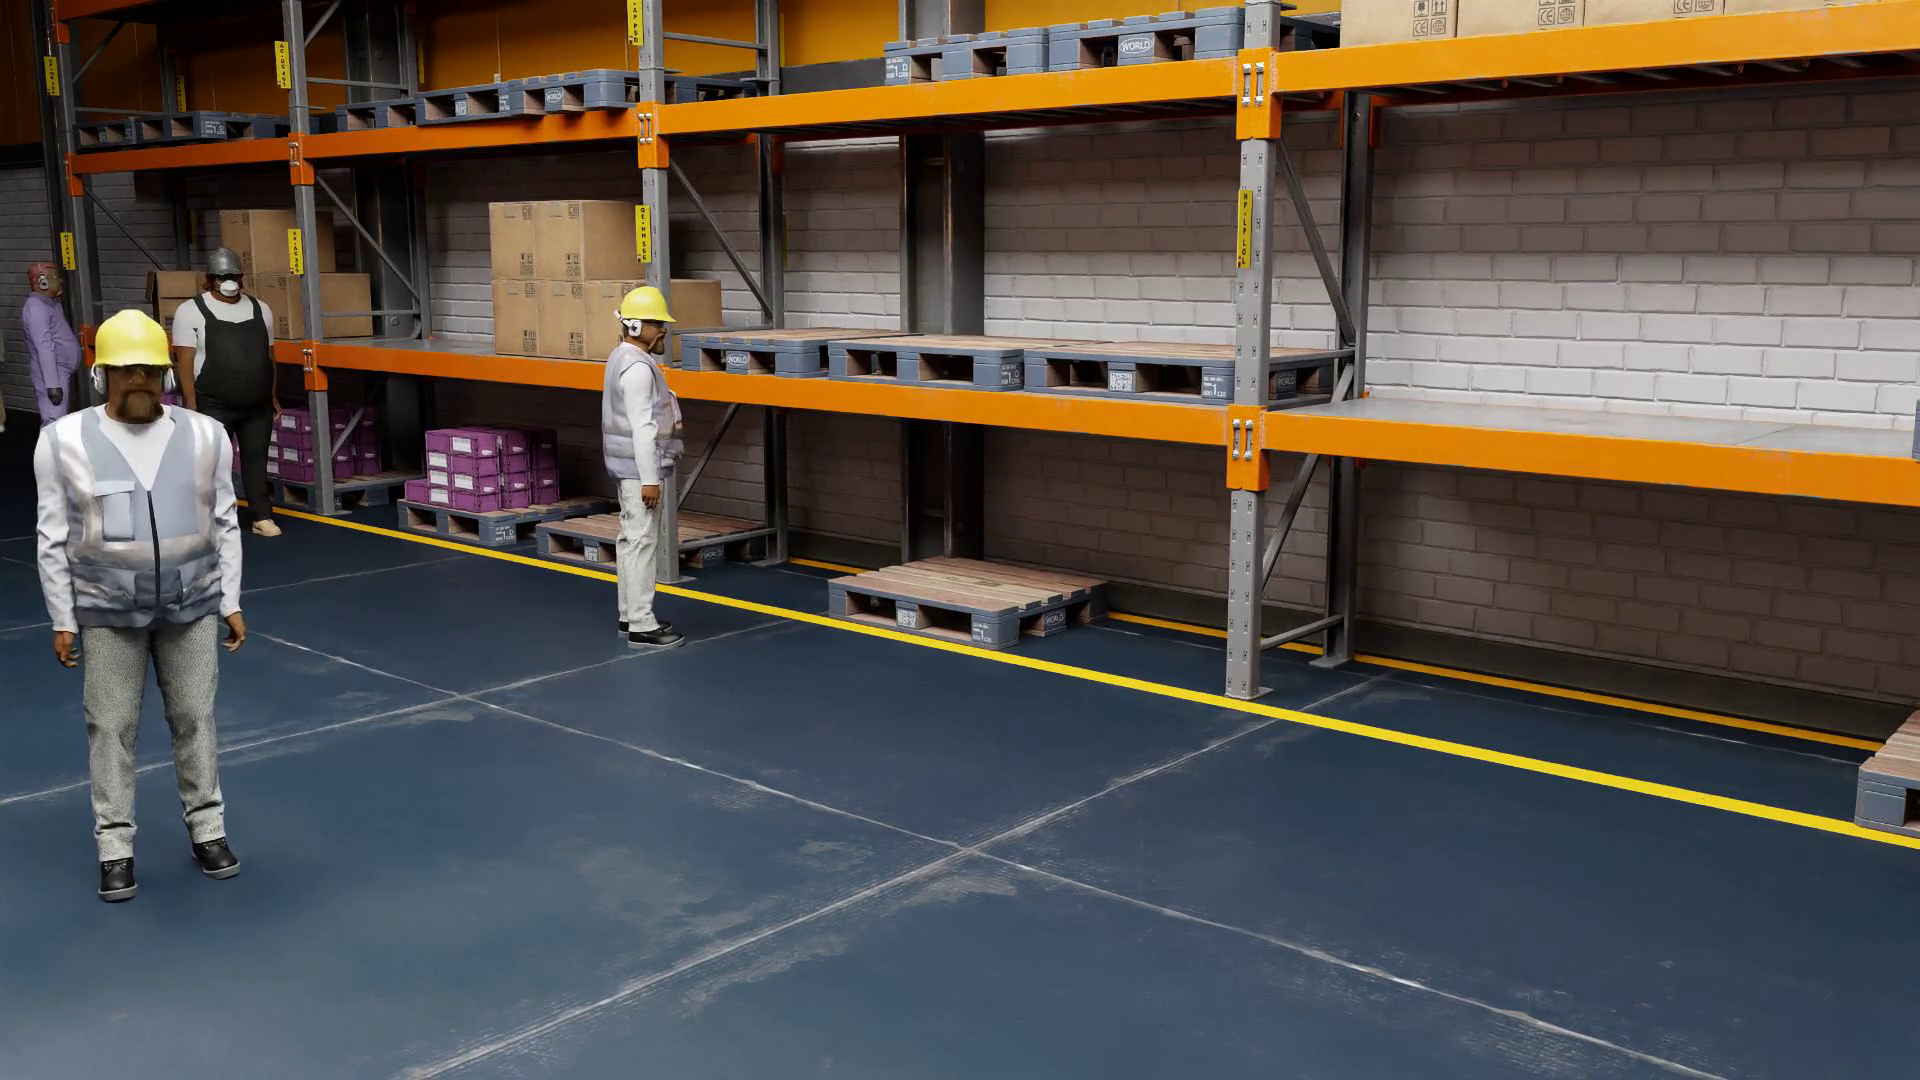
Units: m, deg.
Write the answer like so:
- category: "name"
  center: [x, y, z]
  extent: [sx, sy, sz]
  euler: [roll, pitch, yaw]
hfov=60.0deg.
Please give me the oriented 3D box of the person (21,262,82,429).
- category: "person"
  center: [-7.370, -1.300, 13.553]
  extent: [0.410, 1.913, 0.643]
  euler: [-5, 11, -27]

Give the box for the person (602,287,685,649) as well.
- category: "person"
  center: [-1.607, -0.368, 8.479]
  extent: [0.403, 1.827, 0.599]
  euler: [-3, 11, -19]

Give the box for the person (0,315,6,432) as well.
- category: "person"
  center: [-10.708, -1.974, 18.170]
  extent: [0.504, 1.636, 0.280]
  euler: [-9, 13, -41]

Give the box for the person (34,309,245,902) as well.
- category: "person"
  center: [-2.554, 0.199, 5.236]
  extent: [0.586, 1.835, 0.403]
  euler: [-7, 12, -35]

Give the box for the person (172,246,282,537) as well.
- category: "person"
  center: [-5.012, -1.006, 11.506]
  extent: [0.536, 2.000, 0.688]
  euler: [10, 14, 44]
